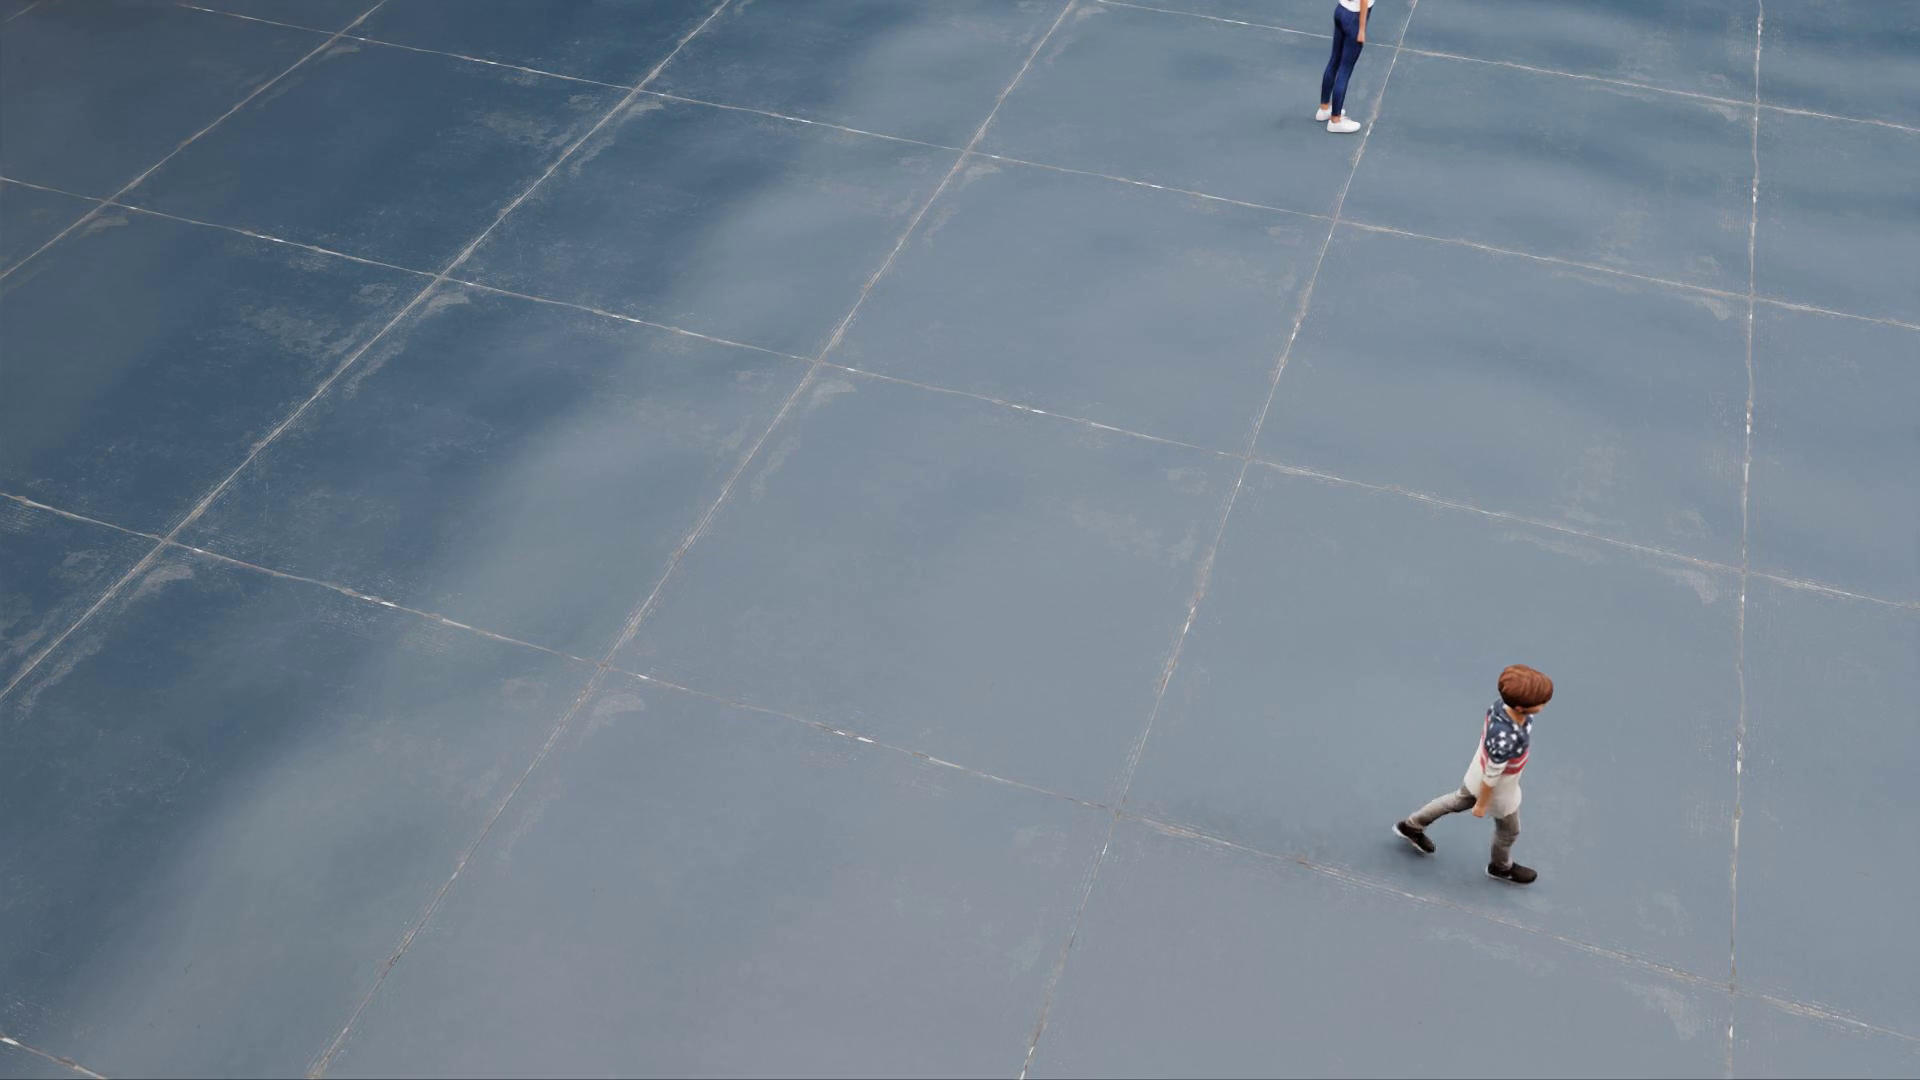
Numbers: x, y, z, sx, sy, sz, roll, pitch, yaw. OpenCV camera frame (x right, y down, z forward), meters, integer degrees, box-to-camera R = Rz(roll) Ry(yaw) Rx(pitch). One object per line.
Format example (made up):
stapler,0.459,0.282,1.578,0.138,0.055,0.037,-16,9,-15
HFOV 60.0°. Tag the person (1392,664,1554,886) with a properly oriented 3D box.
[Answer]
person,2.460,1.097,7.863,0.958,1.411,0.597,9,44,9

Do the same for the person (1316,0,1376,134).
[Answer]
person,3.090,-4.105,13.168,0.674,1.775,0.665,-6,43,-7
